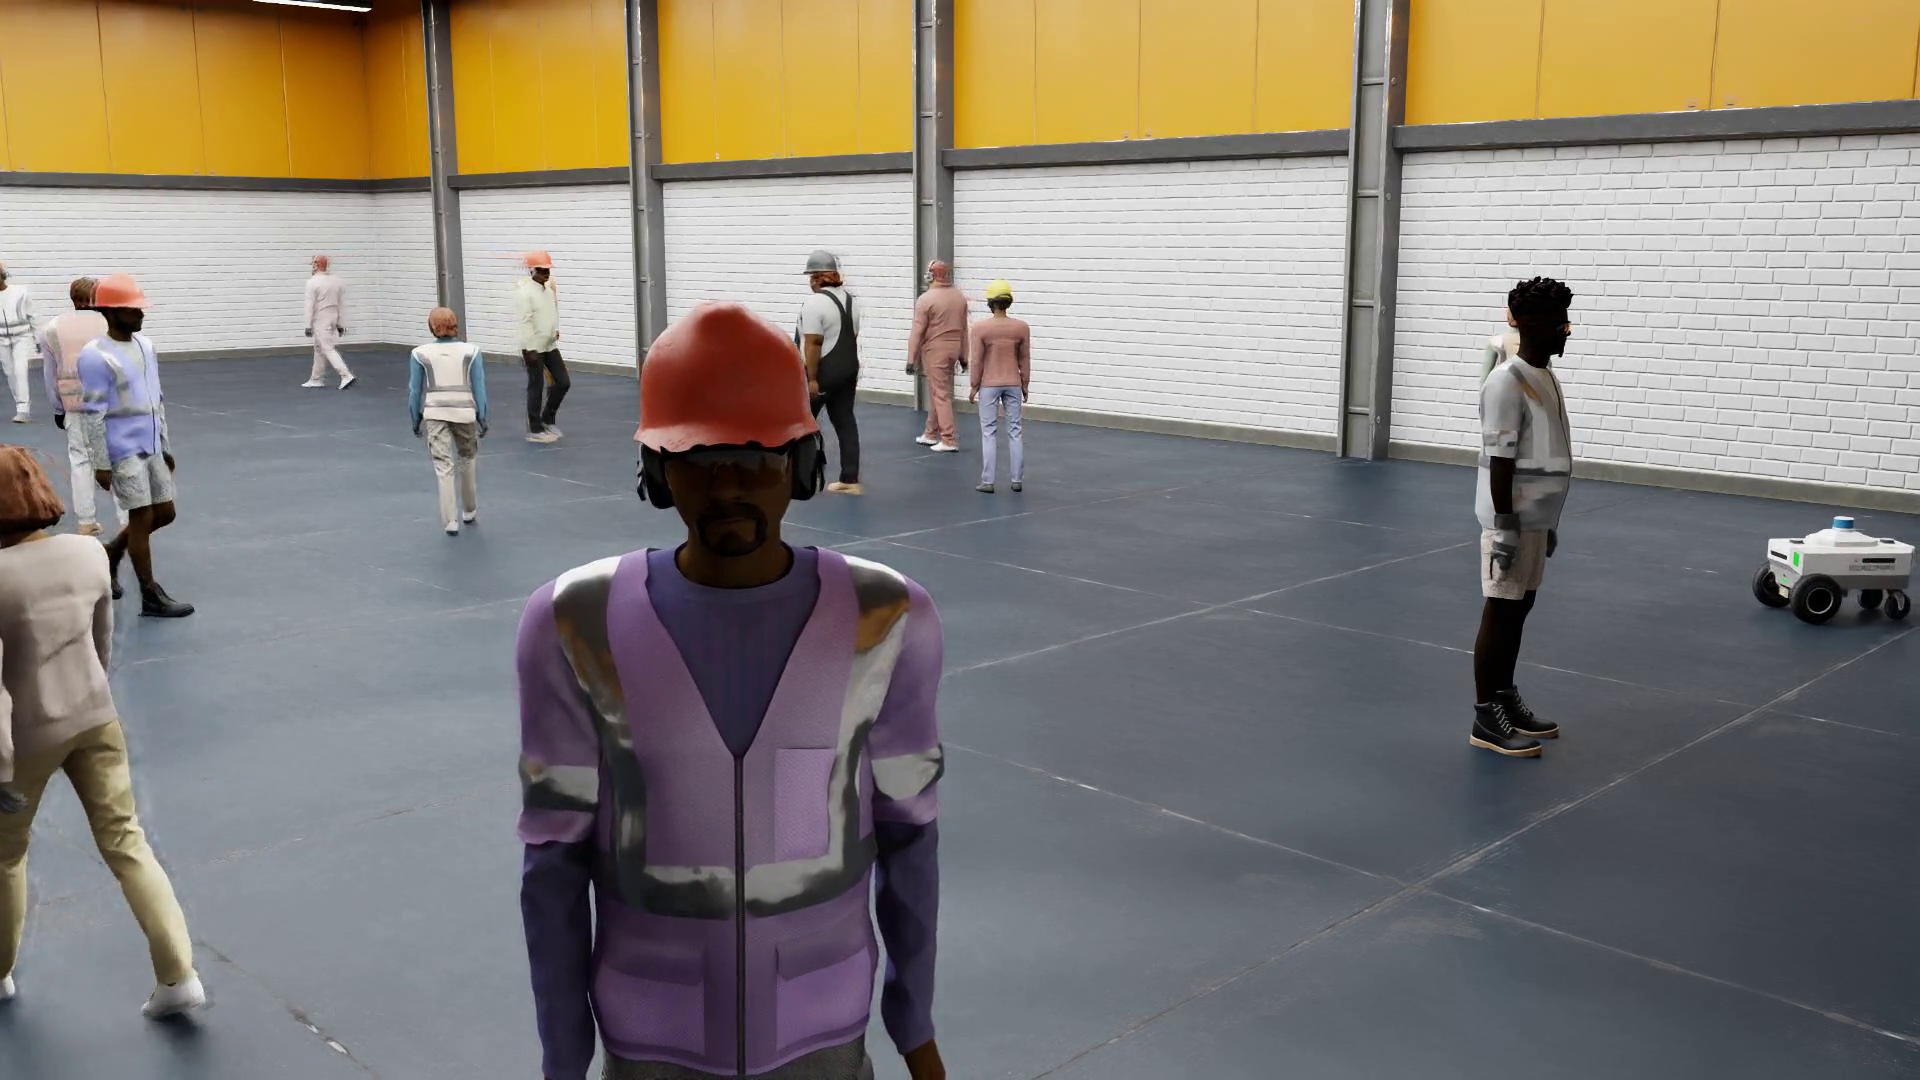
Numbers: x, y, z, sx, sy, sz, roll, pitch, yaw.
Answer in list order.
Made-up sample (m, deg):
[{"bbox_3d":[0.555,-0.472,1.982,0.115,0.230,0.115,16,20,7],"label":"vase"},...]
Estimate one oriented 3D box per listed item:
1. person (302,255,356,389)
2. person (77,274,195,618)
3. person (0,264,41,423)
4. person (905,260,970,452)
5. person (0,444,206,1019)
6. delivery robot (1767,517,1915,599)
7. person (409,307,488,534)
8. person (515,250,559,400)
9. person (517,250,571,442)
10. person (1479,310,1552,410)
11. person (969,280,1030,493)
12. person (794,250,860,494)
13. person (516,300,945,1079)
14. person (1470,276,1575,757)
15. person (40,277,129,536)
[{"bbox_3d":[-8.834,-3.032,23.154,0.944,1.868,0.650,3,11,16],"label":"person"},{"bbox_3d":[-4.659,-0.514,9.269,0.632,1.926,0.555,2,11,8],"label":"person"},{"bbox_3d":[-10.815,-2.237,18.906,0.592,1.829,0.858,-4,11,-20],"label":"person"},{"bbox_3d":[-0.304,-1.824,16.515,0.815,1.876,0.680,9,14,41],"label":"person"},{"bbox_3d":[-2.443,0.529,4.498,0.874,1.589,0.499,6,12,28],"label":"person"},{"bbox_3d":[4.939,0.113,9.329,0.707,0.478,0.477,0,10,-1],"label":"delivery robot"},{"bbox_3d":[-3.707,-0.874,12.058,0.535,1.601,0.801,-3,11,-17],"label":"person"},{"bbox_3d":[-5.453,-2.770,21.522,0.545,1.942,0.349,0,10,2],"label":"person"},{"bbox_3d":[-4.294,-1.977,17.099,0.448,1.977,0.622,5,11,23],"label":"person"},{"bbox_3d":[4.358,-1.062,13.060,0.534,1.636,0.357,2,11,11],"label":"person"},{"bbox_3d":[0.324,-1.269,13.814,0.534,1.766,0.320,-3,11,-18],"label":"person"},{"bbox_3d":[-1.186,-1.395,13.753,0.861,2.000,0.696,7,12,33],"label":"person"},{"bbox_3d":[-0.314,0.685,2.400,0.608,2.045,0.391,-2,11,-11],"label":"person"},{"bbox_3d":[2.342,-0.104,6.914,0.368,1.966,0.603,7,12,33],"label":"person"},{"bbox_3d":[-6.119,-0.937,11.804,0.629,1.840,0.429,-1,10,-5],"label":"person"}]
